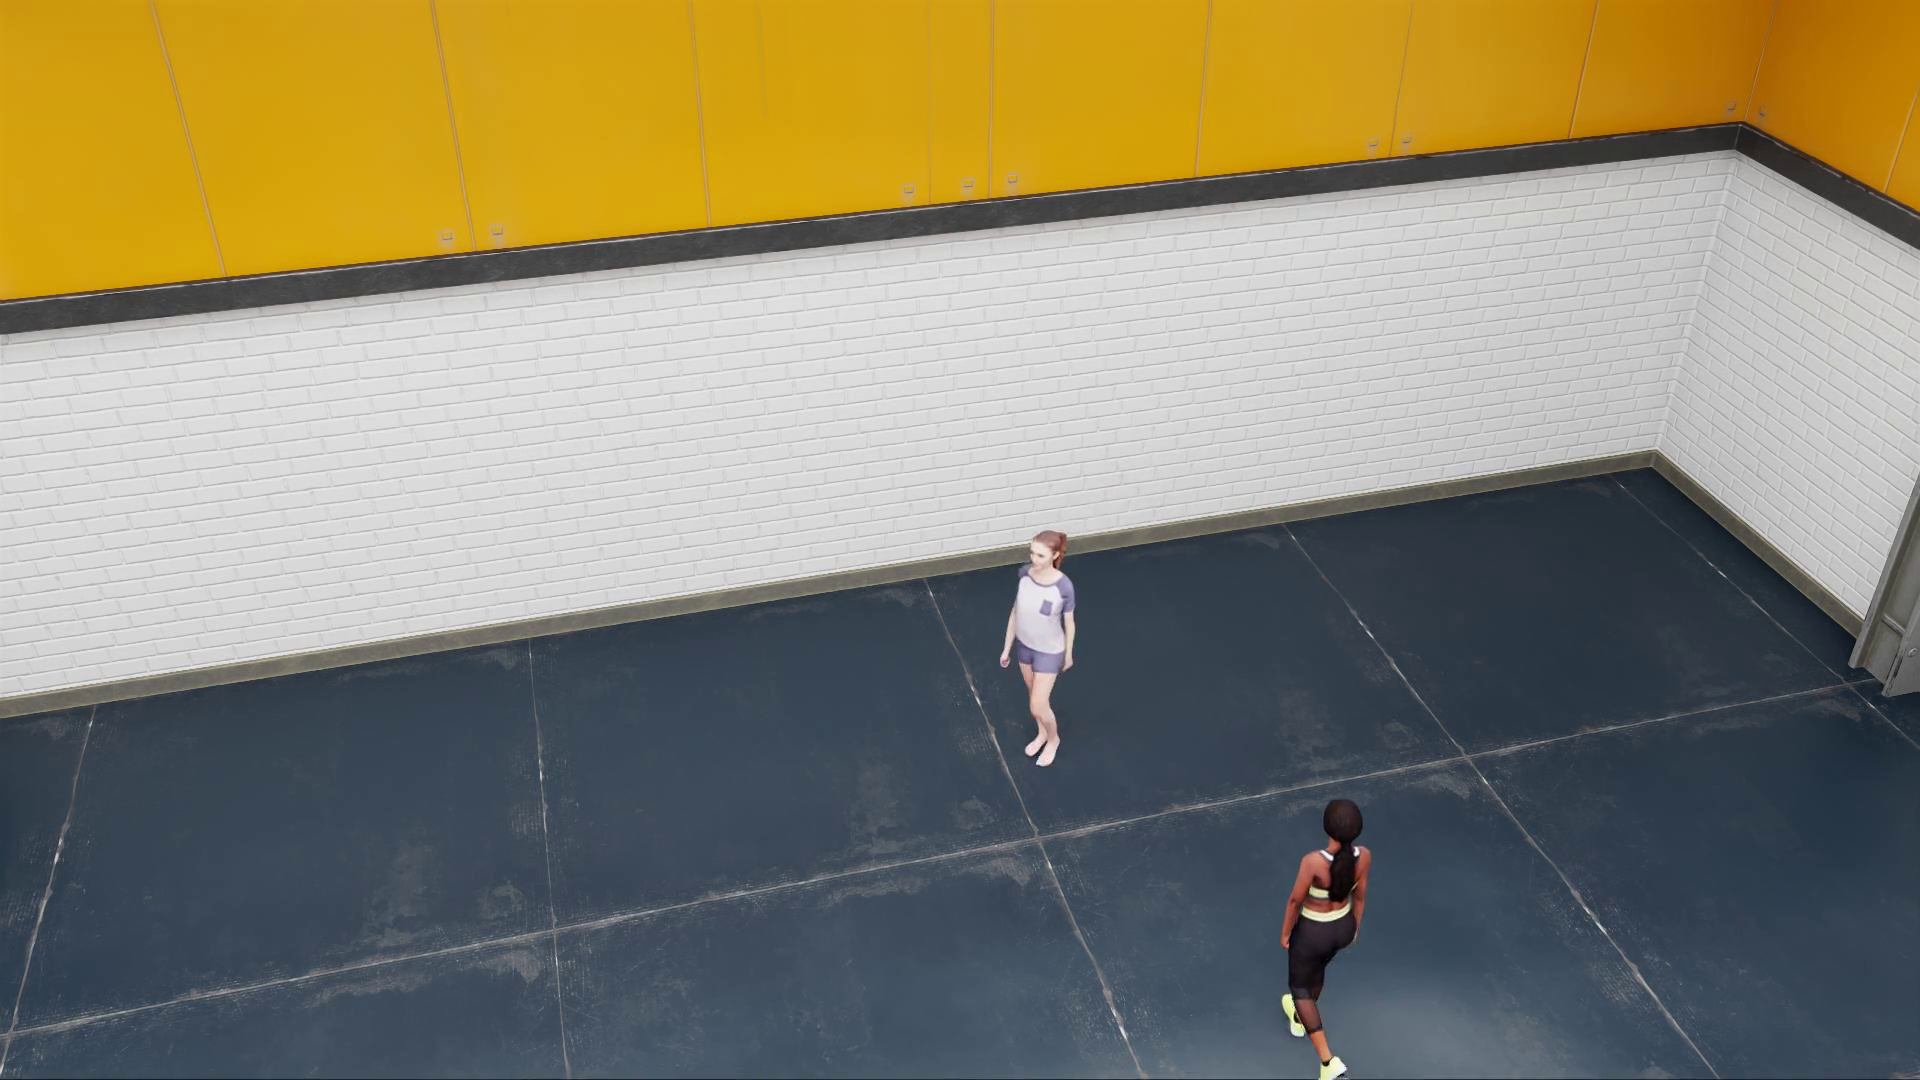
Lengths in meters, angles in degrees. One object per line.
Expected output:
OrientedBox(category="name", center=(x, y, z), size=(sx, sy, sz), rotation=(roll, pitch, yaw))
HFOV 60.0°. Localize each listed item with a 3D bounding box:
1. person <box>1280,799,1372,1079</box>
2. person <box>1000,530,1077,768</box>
OrientedBox(category="person", center=(1.898, 2.094, 8.595), size=(0.579, 1.734, 0.961), rotation=(-7, 34, -11))
OrientedBox(category="person", center=(0.574, 0.654, 10.746), size=(0.716, 1.753, 0.776), rotation=(27, 42, 34))
